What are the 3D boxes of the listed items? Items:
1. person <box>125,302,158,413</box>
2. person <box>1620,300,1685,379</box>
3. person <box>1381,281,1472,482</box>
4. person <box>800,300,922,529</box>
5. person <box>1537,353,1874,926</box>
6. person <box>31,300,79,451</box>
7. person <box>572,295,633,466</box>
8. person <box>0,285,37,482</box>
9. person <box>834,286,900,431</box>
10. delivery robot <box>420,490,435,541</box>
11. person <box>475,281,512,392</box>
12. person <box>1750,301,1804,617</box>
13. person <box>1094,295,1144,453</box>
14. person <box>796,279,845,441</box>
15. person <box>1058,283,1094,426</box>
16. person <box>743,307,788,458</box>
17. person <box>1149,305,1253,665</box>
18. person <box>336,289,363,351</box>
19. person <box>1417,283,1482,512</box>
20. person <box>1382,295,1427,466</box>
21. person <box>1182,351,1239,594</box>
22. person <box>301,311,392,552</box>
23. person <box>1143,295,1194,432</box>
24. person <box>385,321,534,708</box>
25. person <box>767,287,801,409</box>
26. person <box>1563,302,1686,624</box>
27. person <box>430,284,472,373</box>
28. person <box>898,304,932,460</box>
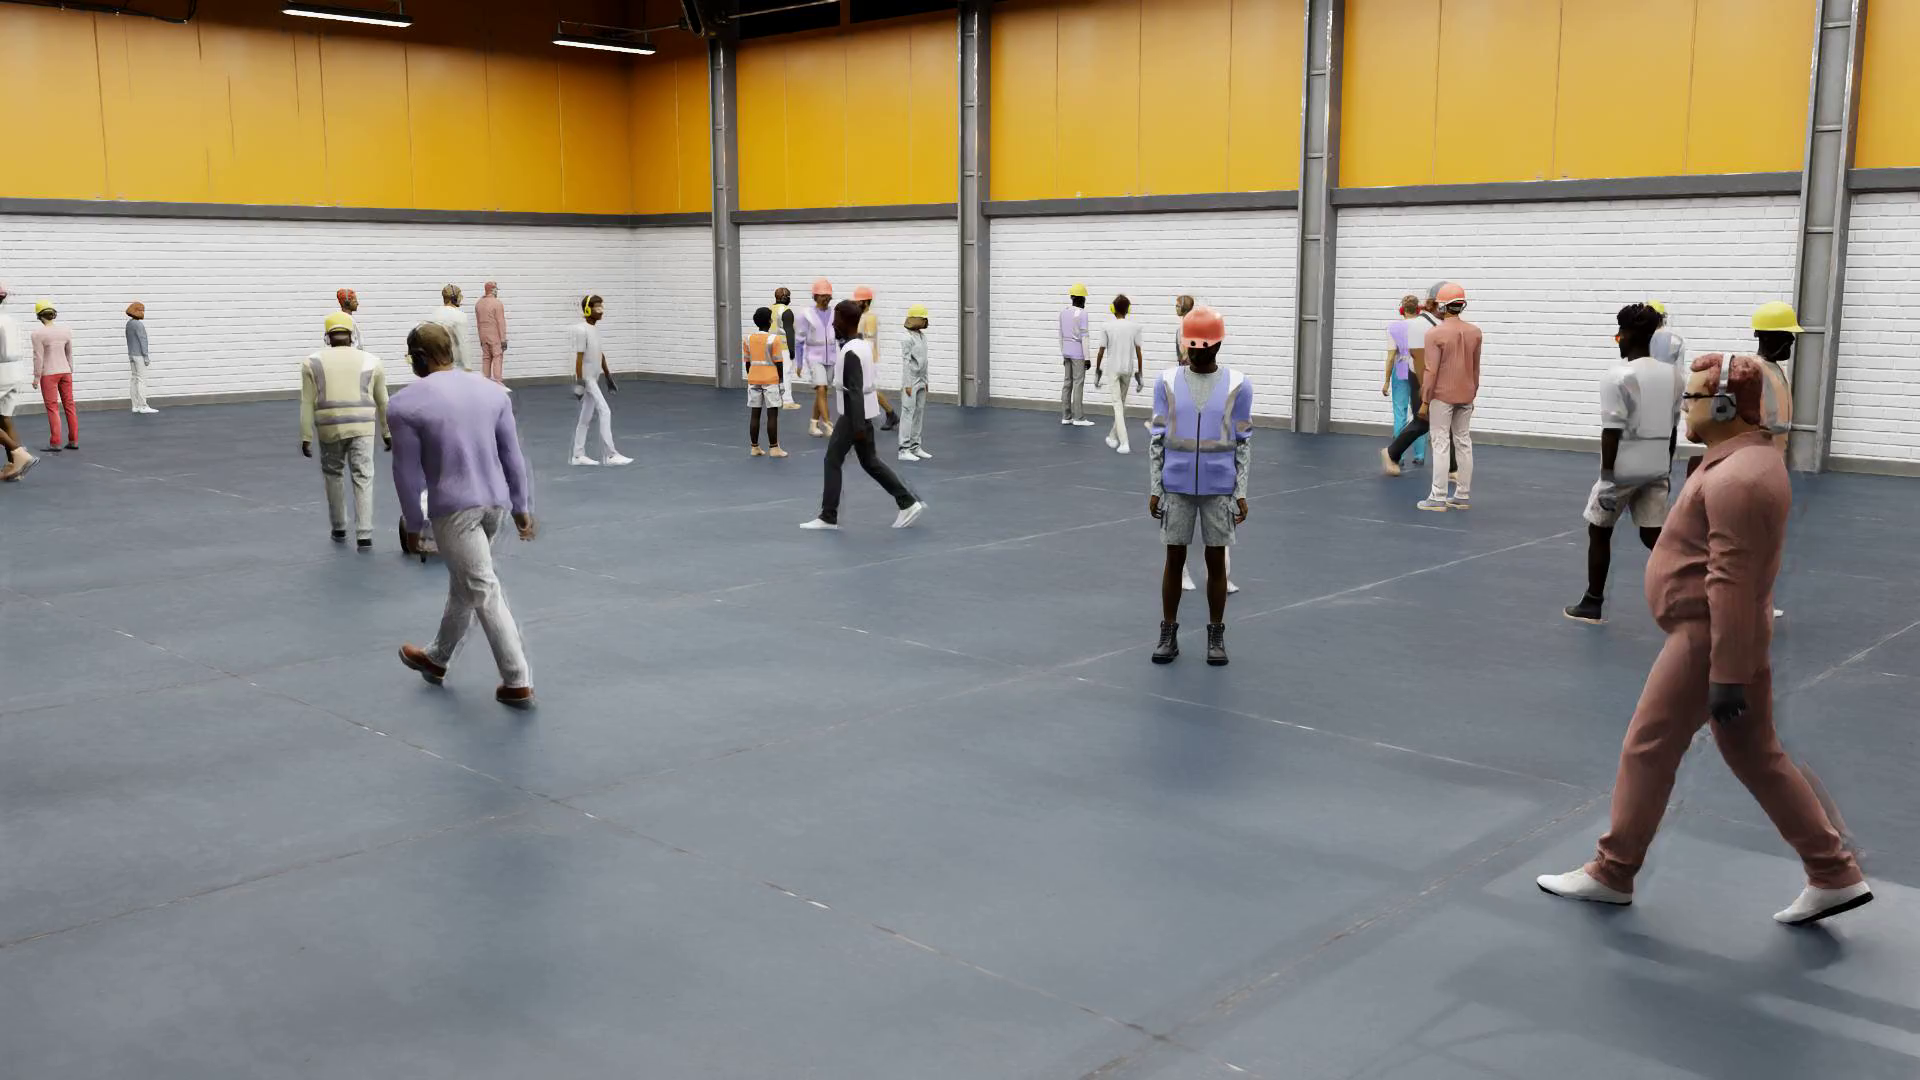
[{"bbox_3d":[-12.119,-2.692,24.561,0.499,1.633,0.279,8,12,40],"label":"person"},{"bbox_3d":[6.535,-1.351,15.764,0.589,1.822,0.403,2,10,14],"label":"person"},{"bbox_3d":[4.696,-1.600,16.625,0.688,2.000,0.847,-7,11,-36],"label":"person"},{"bbox_3d":[-0.792,-1.007,13.497,0.941,1.884,0.592,1,9,6],"label":"person"},{"bbox_3d":[2.480,0.326,5.370,0.980,1.865,0.657,6,11,31],"label":"person"},{"bbox_3d":[-10.562,-1.907,19.365,0.328,1.761,0.523,4,10,22],"label":"person"},{"bbox_3d":[-3.843,-1.704,17.896,0.829,1.841,0.515,0,9,2],"label":"person"},{"bbox_3d":[-9.495,-1.560,16.421,0.451,2.023,0.629,-1,9,-6],"label":"person"},{"bbox_3d":[-1.216,-2.371,21.773,0.872,1.909,0.556,-3,10,-16],"label":"person"},{"bbox_3d":[-3.874,-0.201,12.302,0.477,0.478,0.707,-4,10,-22],"label":"delivery robot"},{"bbox_3d":[-8.068,-3.512,28.759,0.640,1.907,0.409,6,11,35],"label":"person"},{"bbox_3d":[4.812,-0.462,9.995,0.366,1.927,0.585,8,12,39],"label":"person"},{"bbox_3d":[1.842,-1.944,19.415,0.545,1.818,0.968,-2,9,-12],"label":"person"},{"bbox_3d":[-1.678,-2.234,20.669,0.632,1.985,1.035,-5,11,-29],"label":"person"},{"bbox_3d":[1.574,-2.505,22.512,0.371,1.929,0.585,-6,11,-33],"label":"person"},{"bbox_3d":[-2.185,-1.761,18.656,0.533,1.699,0.318,5,11,29],"label":"person"},{"bbox_3d":[1.280,-0.284,8.902,0.543,1.927,0.375,2,9,12],"label":"person"},{"bbox_3d":[-7.294,-2.056,19.902,0.356,1.882,0.574,-6,11,-31],"label":"person"},{"bbox_3d":[4.280,-1.245,14.583,0.610,1.996,0.386,-4,10,-24],"label":"person"},{"bbox_3d":[4.848,-1.716,17.952,0.568,1.836,0.389,-2,9,-12],"label":"person"},{"bbox_3d":[1.569,-0.442,10.798,0.552,1.613,0.665,-3,10,-19],"label":"person"},{"bbox_3d":[-4.664,-0.838,12.660,0.636,1.797,0.773,-4,10,-21],"label":"person"},{"bbox_3d":[2.851,-2.199,21.084,0.990,1.790,0.526,6,11,34],"label":"person"},{"bbox_3d":[-2.475,-0.132,8.172,1.031,1.859,0.635,7,12,37],"label":"person"},{"bbox_3d":[-2.671,-2.896,25.183,0.429,1.844,0.624,-7,12,-37],"label":"person"},{"bbox_3d":[3.994,-0.410,9.682,0.613,1.939,0.887,-4,10,-24],"label":"person"},{"bbox_3d":[-6.079,-2.094,19.963,0.636,1.938,0.358,7,11,36],"label":"person"},{"bbox_3d":[-0.483,-1.753,18.509,0.322,1.737,0.484,4,10,25],"label":"person"}]
